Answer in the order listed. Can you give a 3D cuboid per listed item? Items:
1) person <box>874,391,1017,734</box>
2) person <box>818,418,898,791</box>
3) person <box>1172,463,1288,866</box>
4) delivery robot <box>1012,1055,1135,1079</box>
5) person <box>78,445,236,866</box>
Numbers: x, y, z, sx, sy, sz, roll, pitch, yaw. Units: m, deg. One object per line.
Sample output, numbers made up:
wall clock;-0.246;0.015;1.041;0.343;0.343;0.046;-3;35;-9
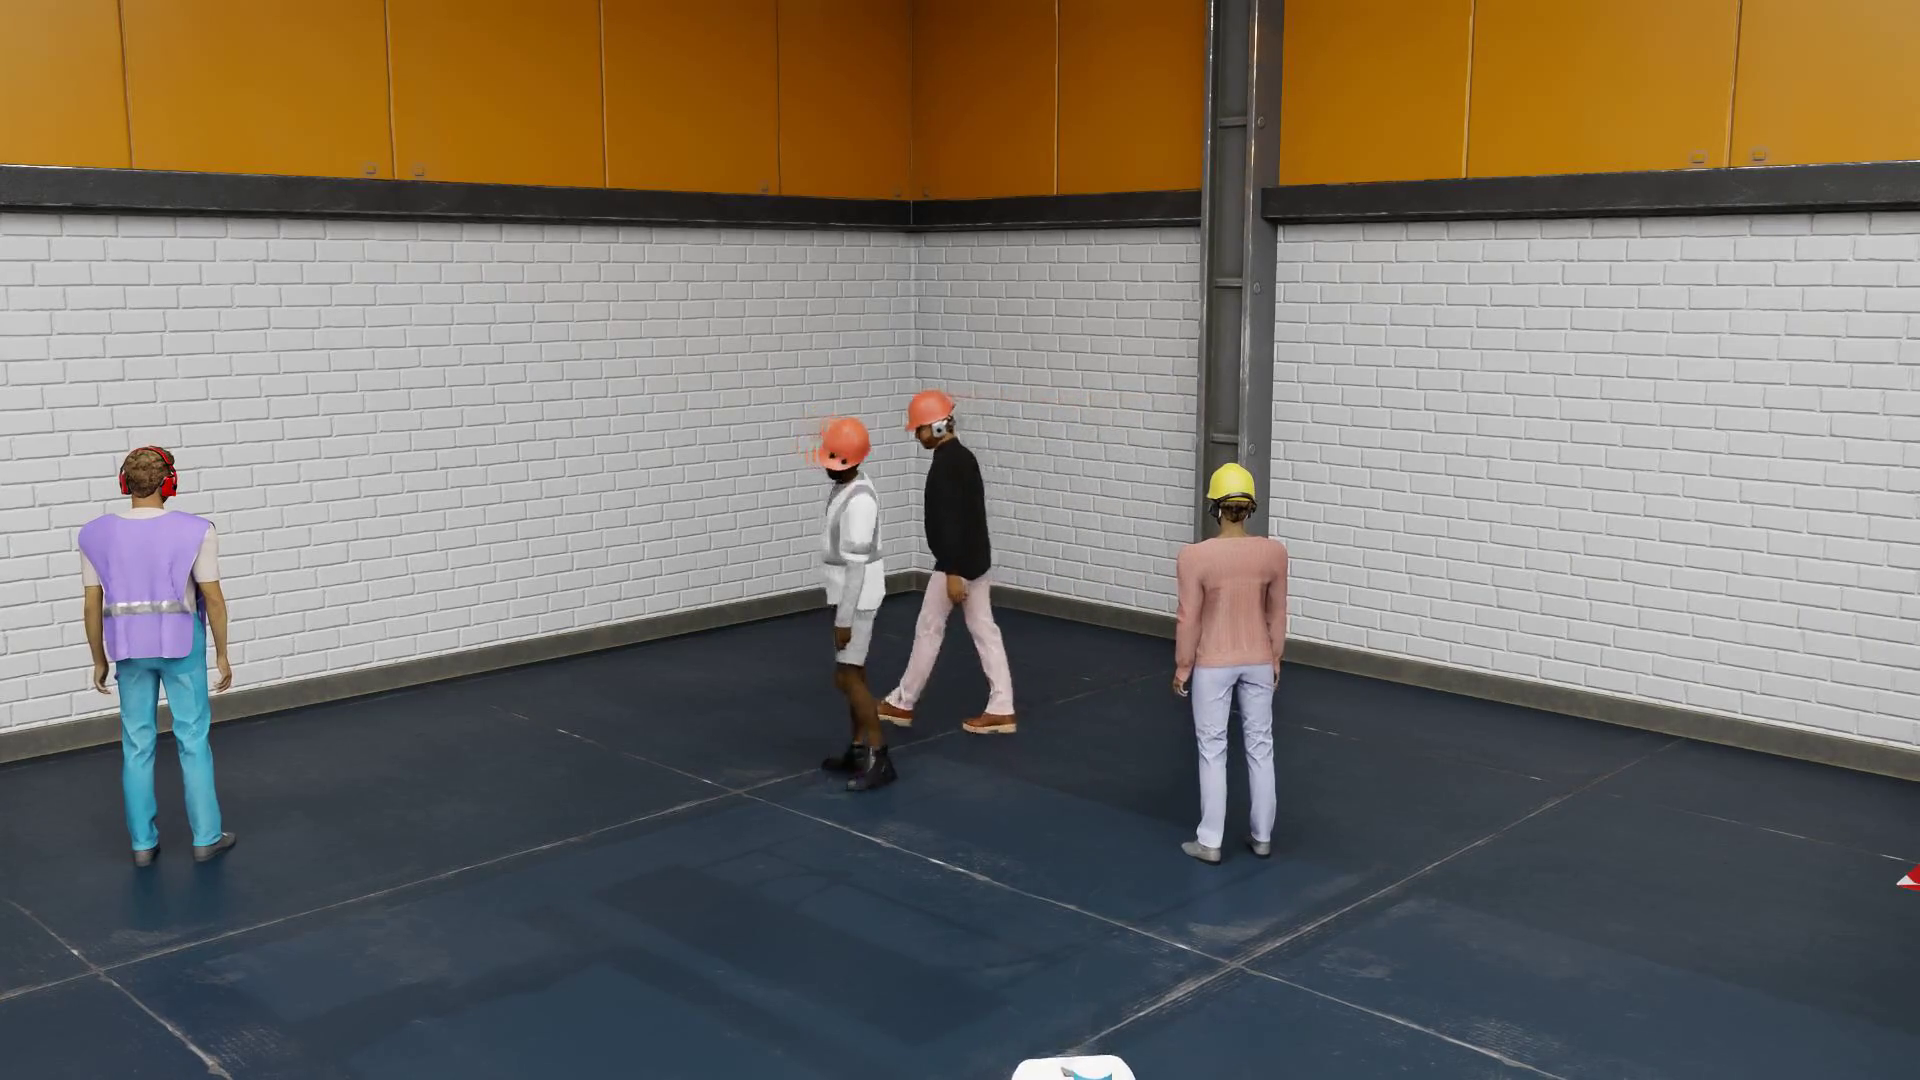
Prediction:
person;-0.106;0.133;9.331;0.979;1.922;0.623;3;10;18
person;-0.518;0.313;8.408;0.393;1.885;0.630;-1;9;-6
person;1.178;0.546;7.305;0.526;1.769;0.328;-2;10;-14
delivery robot;0.341;1.591;4.311;0.477;0.478;0.707;-1;9;-6
person;-3.498;0.512;7.265;0.570;1.843;0.373;-2;9;-11
